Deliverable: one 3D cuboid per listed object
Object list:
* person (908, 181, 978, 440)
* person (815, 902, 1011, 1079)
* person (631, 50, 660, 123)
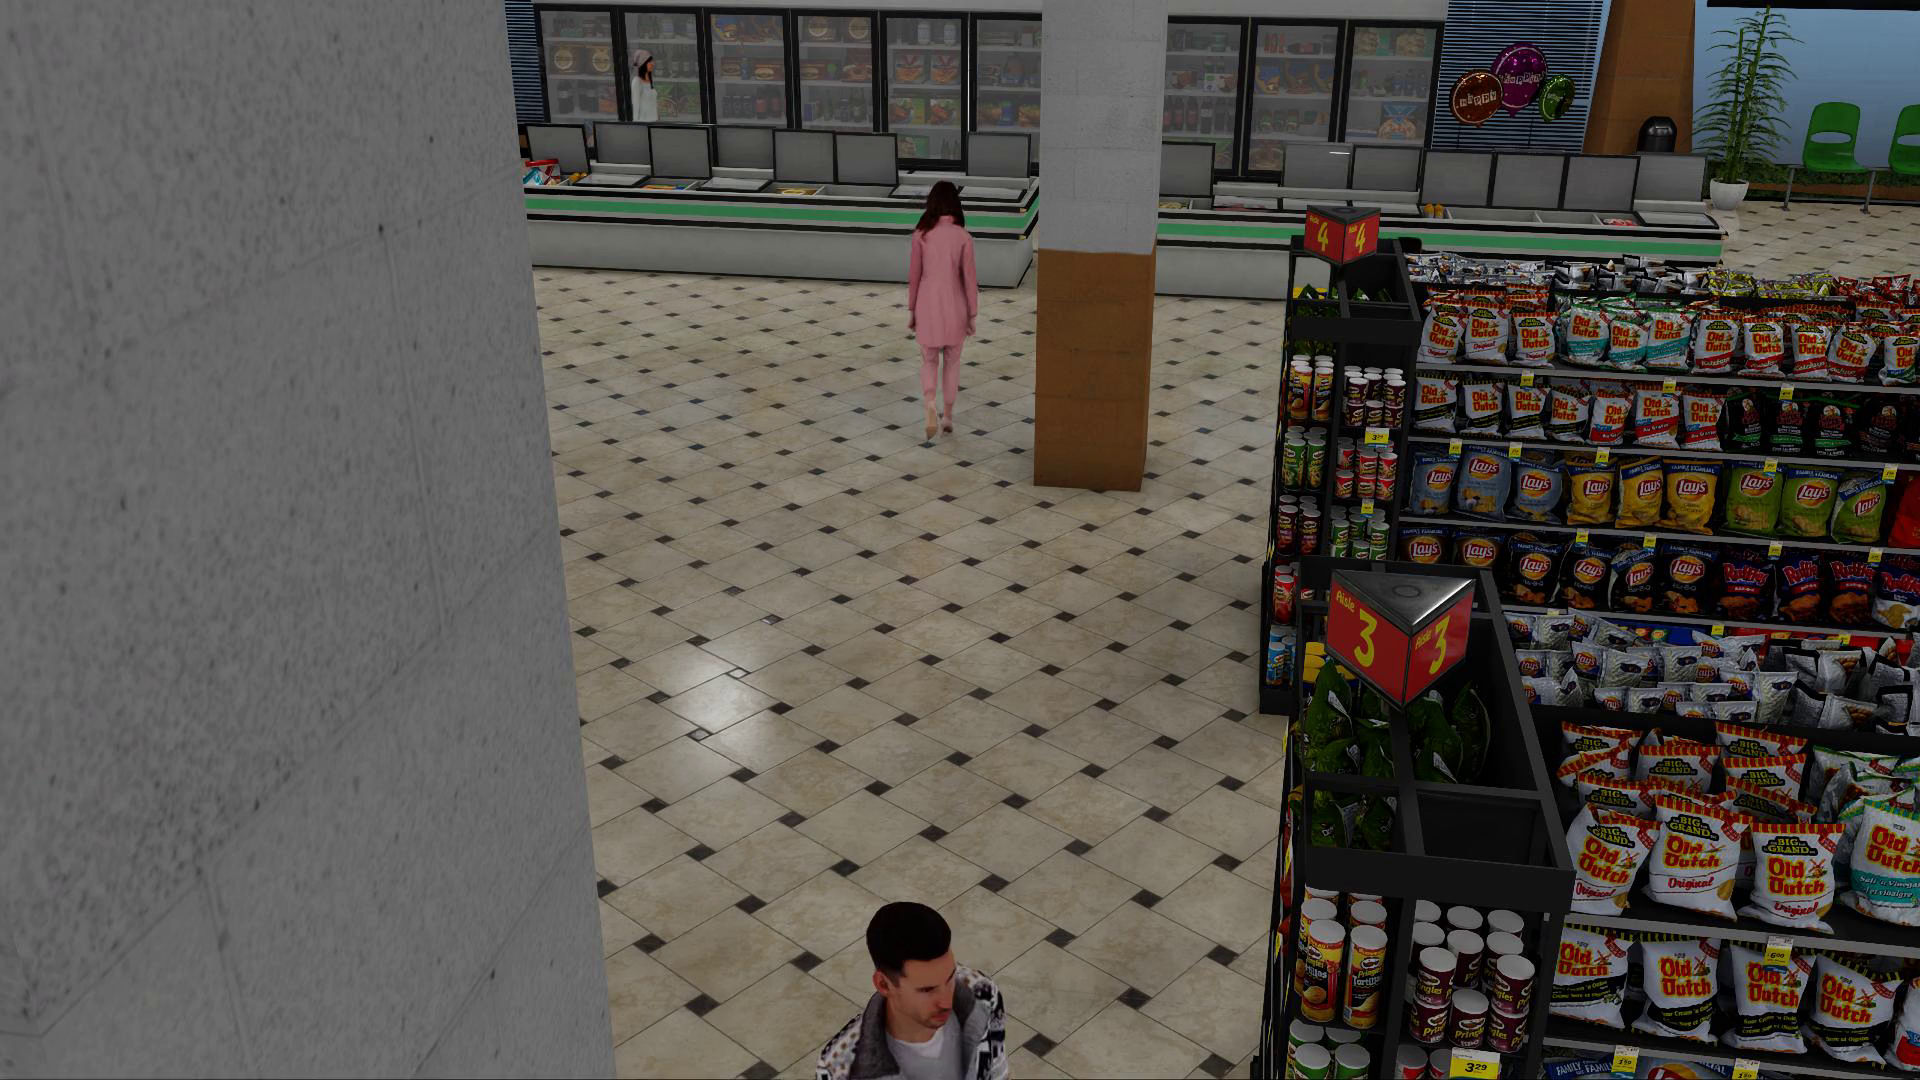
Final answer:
[{"bbox_3d":[-0.135,-1.482,11.176,0.873,1.783,0.742,2,24,4],"label":"person"},{"bbox_3d":[-0.131,1.596,4.061,1.081,1.848,1.208,-21,31,-39],"label":"person"},{"bbox_3d":[-3.577,-4.618,18.556,1.113,1.611,0.636,5,24,11],"label":"person"}]
